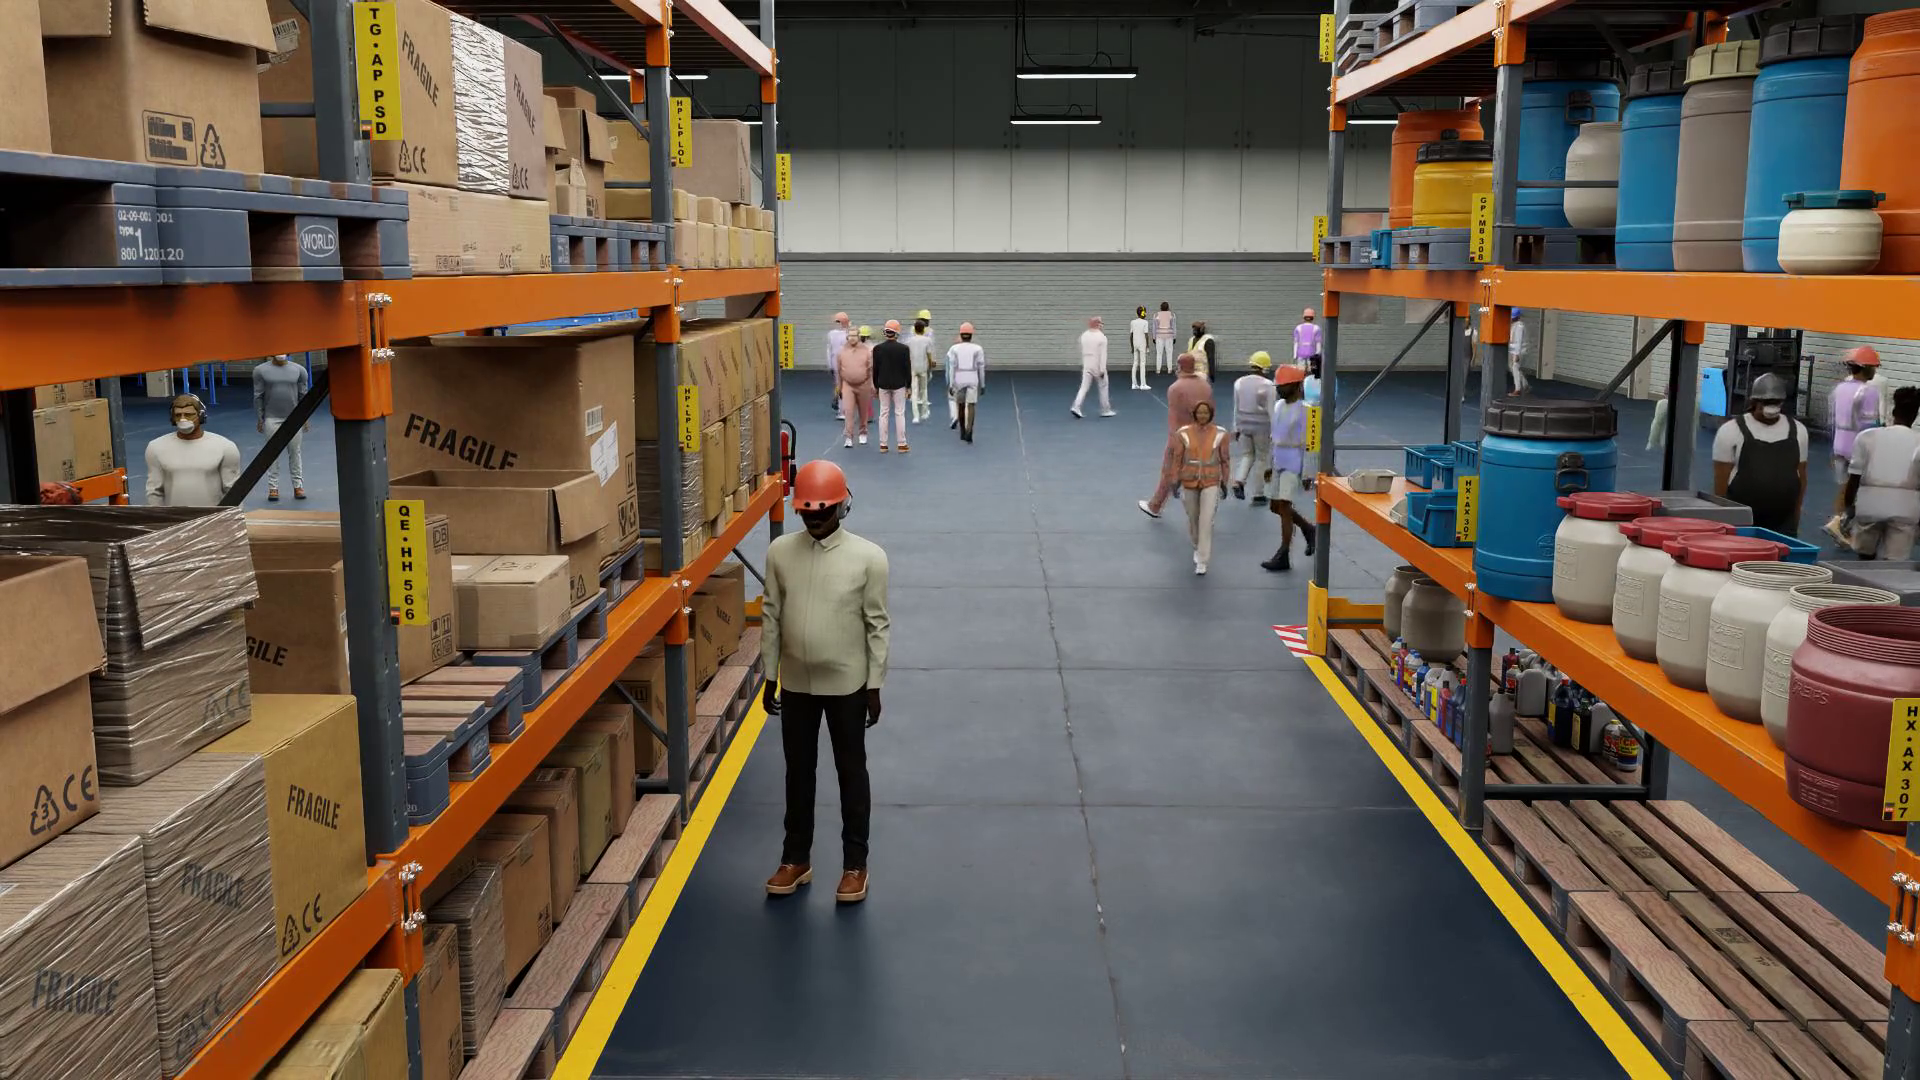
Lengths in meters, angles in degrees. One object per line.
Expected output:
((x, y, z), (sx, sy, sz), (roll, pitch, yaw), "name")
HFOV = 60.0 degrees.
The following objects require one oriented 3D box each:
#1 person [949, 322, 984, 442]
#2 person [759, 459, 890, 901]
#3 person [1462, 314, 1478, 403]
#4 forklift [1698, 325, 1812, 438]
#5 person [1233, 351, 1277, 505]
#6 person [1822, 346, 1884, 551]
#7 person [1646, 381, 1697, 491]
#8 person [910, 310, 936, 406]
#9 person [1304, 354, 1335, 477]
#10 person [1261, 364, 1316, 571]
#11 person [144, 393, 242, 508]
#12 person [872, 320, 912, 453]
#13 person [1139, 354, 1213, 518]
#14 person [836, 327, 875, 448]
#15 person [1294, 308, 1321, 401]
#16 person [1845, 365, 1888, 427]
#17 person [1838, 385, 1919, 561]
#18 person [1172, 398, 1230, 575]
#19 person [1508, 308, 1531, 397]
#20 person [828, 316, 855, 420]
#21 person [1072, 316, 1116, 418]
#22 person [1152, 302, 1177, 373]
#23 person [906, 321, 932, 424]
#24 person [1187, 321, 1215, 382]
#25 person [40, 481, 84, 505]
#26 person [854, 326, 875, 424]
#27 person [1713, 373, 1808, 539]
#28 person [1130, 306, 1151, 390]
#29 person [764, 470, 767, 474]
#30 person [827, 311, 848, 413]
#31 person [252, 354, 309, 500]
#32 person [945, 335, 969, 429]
((0.103, -2.526, 26.602), (0.555, 1.910, 0.901), (0, 9, 2), "person")
((-0.617, 0.624, 7.458), (0.609, 1.991, 0.384), (3, 10, 16), "person")
((10.371, -3.753, 34.240), (0.516, 1.814, 0.894), (4, 10, 24), "person")
((13.248, -3.165, 27.620), (1.129, 2.768, 1.873), (0, 9, 1), "forklift")
((3.492, -1.319, 19.612), (0.441, 1.813, 0.612), (-9, 13, -43), "person")
((8.825, -0.891, 16.403), (0.446, 2.033, 0.629), (-1, 10, -7), "person")
((8.123, -1.078, 18.878), (0.496, 1.582, 0.887), (-3, 10, -19), "person")
((-0.726, -3.642, 33.235), (0.420, 1.911, 0.620), (9, 13, 44), "person")
((4.603, -1.589, 21.689), (0.843, 1.648, 0.552), (-7, 12, -37), "person")
((3.145, -0.697, 15.604), (0.676, 1.917, 0.576), (-4, 10, -21), "person")
((-5.402, -0.069, 11.762), (0.628, 1.940, 0.373), (-3, 10, -16), "person")
((-1.016, -2.317, 25.064), (0.612, 1.995, 0.382), (2, 10, 14), "person")
((2.430, -1.106, 18.236), (0.645, 1.850, 1.014), (-6, 11, -32), "person")
((-1.616, -2.393, 25.944), (0.651, 1.865, 0.980), (0, 9, 1), "person")
((7.178, -3.837, 34.402), (0.552, 1.924, 0.445), (3, 10, 18), "person")
((11.525, -1.553, 21.169), (0.438, 1.752, 0.555), (-8, 12, -40), "person")
((6.990, -0.193, 12.518), (0.637, 1.930, 0.546), (7, 12, 35), "person")
((2.251, -0.532, 15.519), (0.521, 1.603, 0.835), (3, 10, 15), "person")
((11.910, -4.007, 35.478), (0.678, 1.897, 0.658), (0, 9, 2), "person")
((-2.027, -3.138, 30.323), (0.704, 1.872, 0.705), (9, 13, 42), "person")
((2.465, -3.191, 30.674), (0.635, 1.870, 0.960), (9, 13, 43), "person")
((5.281, -5.229, 42.959), (0.626, 1.846, 0.429), (1, 10, 5), "person")
((-0.758, -3.012, 29.771), (0.549, 1.806, 1.004), (1, 10, 4), "person")
((4.151, -2.980, 29.574), (0.877, 1.809, 0.658), (-5, 11, -26), "person")
((-4.002, 0.671, 7.494), (0.584, 1.882, 0.339), (0, 9, -1), "person")
((-1.747, -2.913, 29.407), (0.580, 1.724, 0.694), (9, 13, 44), "person")
((6.120, -0.262, 12.741), (0.690, 2.000, 0.596), (1, 10, 9), "person")
((4.077, -4.342, 37.587), (0.518, 1.865, 0.326), (9, 13, 42), "person")
((-2.964, -1.681, 22.152), (0.913, 1.692, 0.509), (-4, 10, -22), "person")
((-2.233, -3.372, 31.609), (0.552, 1.921, 0.436), (7, 12, 35), "person")
((-8.199, -1.466, 20.134), (0.630, 1.940, 0.372), (-5, 11, -27), "person")
((0.007, -2.642, 28.108), (0.517, 1.631, 0.392), (-1, 9, -4), "person")
